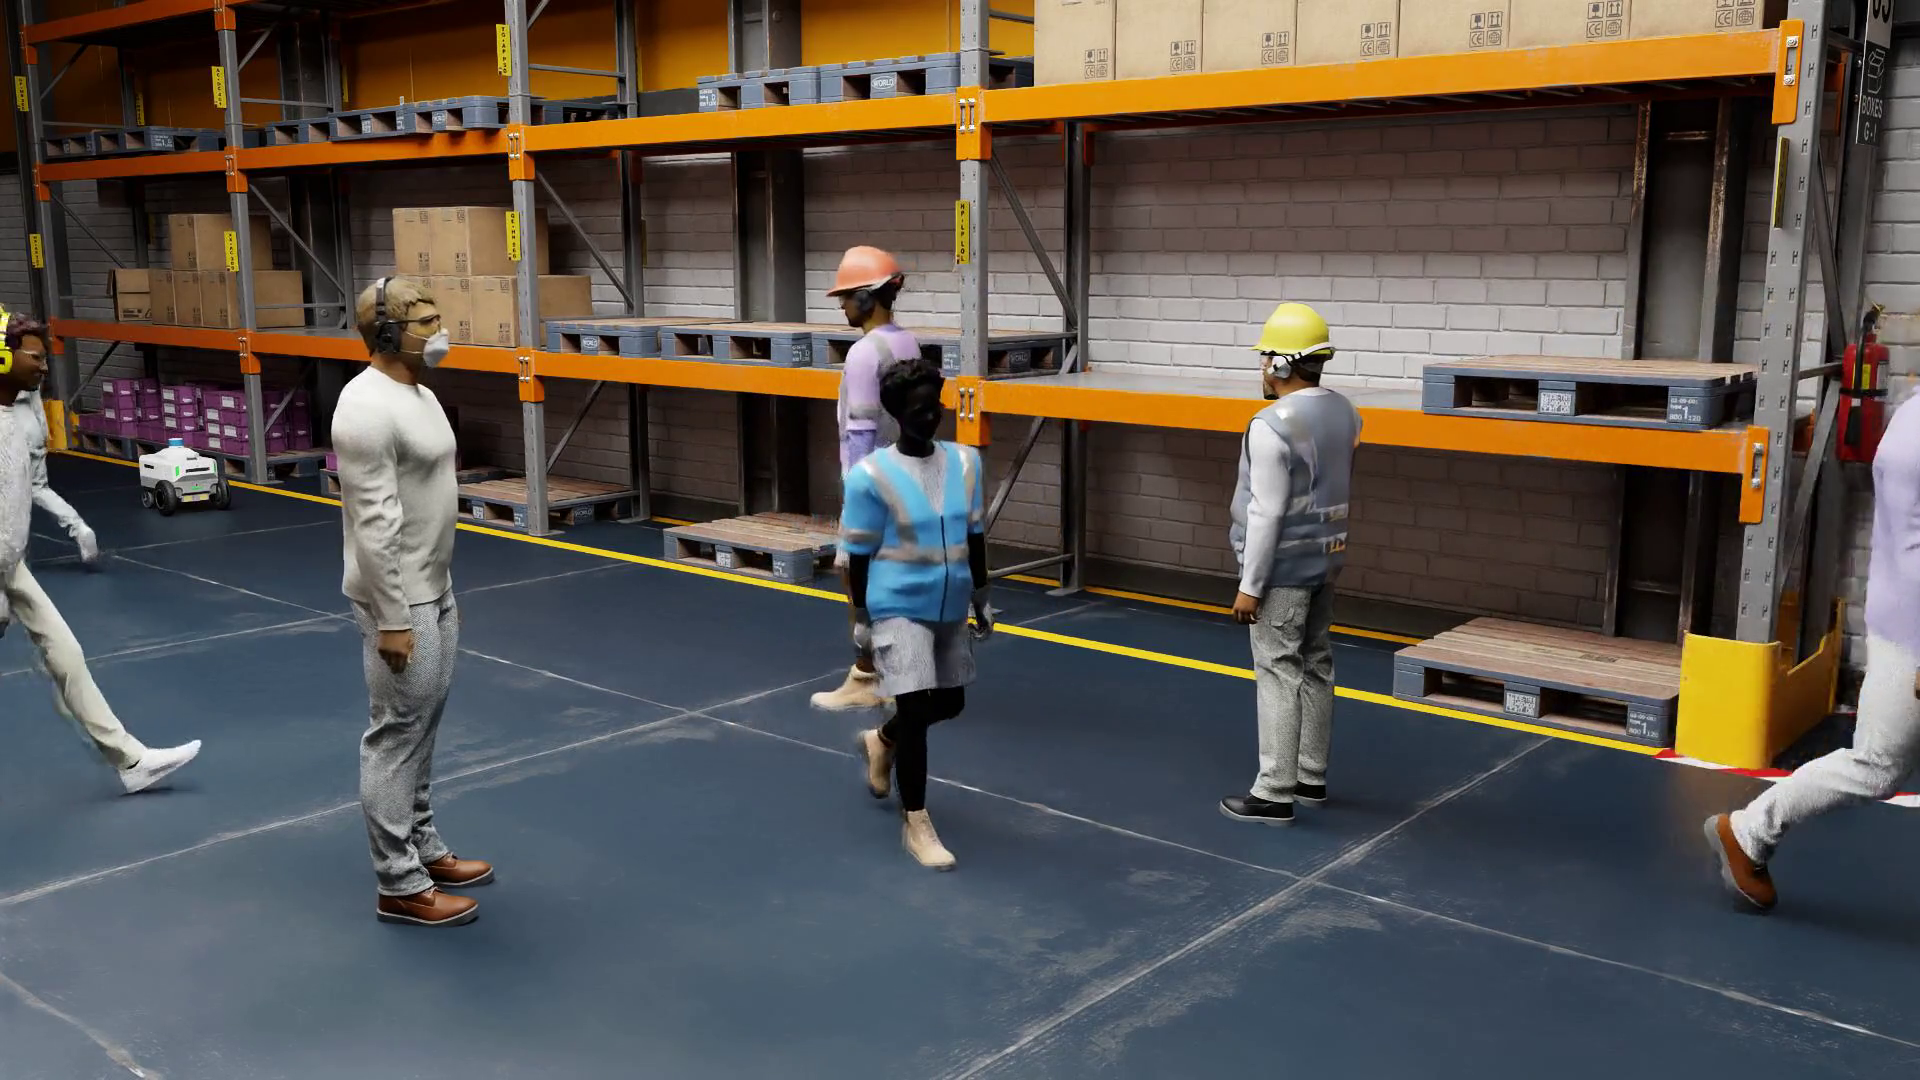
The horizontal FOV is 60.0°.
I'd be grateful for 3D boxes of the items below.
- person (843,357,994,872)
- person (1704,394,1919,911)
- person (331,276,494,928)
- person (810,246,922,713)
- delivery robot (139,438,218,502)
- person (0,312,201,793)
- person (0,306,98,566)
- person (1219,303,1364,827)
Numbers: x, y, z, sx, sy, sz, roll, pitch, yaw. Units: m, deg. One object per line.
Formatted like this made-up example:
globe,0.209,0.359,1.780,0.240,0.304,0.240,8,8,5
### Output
person,-0.184,0.214,5.597,0.536,1.671,0.679,-7,12,-37
person,2.688,0.257,4.712,0.630,1.914,0.906,-7,12,-35
person,-1.657,0.184,5.028,0.372,1.940,0.632,-1,10,-5
person,-0.369,-0.234,7.141,0.565,2.032,0.629,3,11,19
delivery robot,-6.034,-0.542,12.831,0.707,0.478,0.477,9,13,41
person,-3.344,0.106,5.891,1.068,1.792,0.582,-2,10,-14
person,-5.760,-0.622,10.236,0.664,1.708,0.509,3,11,19
person,1.153,0.090,5.861,0.404,1.833,0.590,9,13,40
